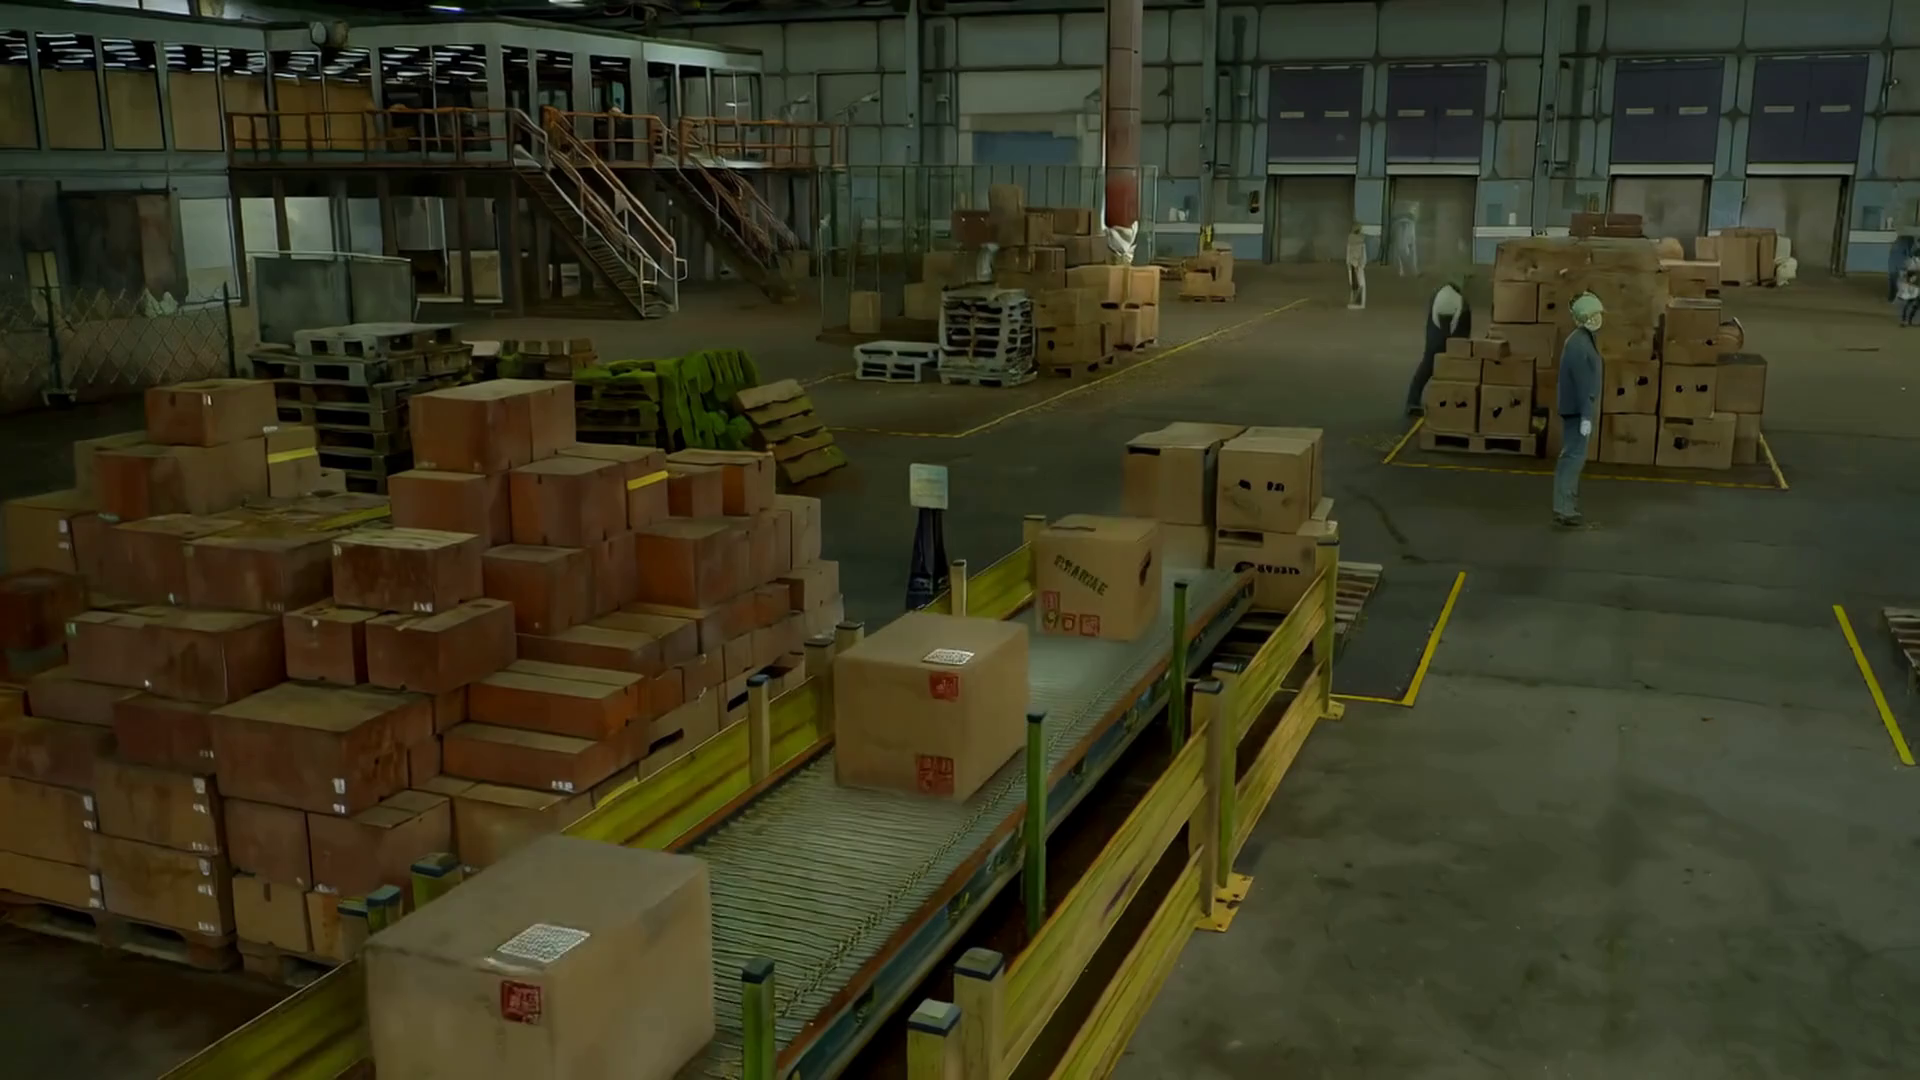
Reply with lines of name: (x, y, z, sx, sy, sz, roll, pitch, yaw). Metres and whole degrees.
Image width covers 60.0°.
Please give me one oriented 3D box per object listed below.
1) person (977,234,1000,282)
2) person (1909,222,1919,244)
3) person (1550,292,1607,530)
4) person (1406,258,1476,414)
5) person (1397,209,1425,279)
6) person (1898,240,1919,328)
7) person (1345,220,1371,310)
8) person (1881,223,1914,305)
person: (0.409, -4.467, 29.493, 0.981, 1.890, 0.547, -2, 13, -7)
person: (23.363, -6.918, 40.789, 0.294, 1.744, 0.484, 10, 16, 38)
person: (5.244, -1.092, 14.081, 0.375, 1.998, 0.611, 1, 13, 7)
person: (5.952, -2.509, 20.340, 0.908, 2.000, 0.717, 2, 13, 11)
person: (12.512, -8.179, 46.049, 0.656, 1.912, 0.878, -12, 17, -42)
person: (18.238, -4.896, 31.837, 0.613, 1.691, 0.322, -7, 14, -29)
person: (8.620, -5.960, 36.104, 0.389, 1.925, 0.625, -7, 15, -30)
person: (21.078, -6.168, 37.237, 0.641, 1.828, 0.579, -8, 15, -32)
